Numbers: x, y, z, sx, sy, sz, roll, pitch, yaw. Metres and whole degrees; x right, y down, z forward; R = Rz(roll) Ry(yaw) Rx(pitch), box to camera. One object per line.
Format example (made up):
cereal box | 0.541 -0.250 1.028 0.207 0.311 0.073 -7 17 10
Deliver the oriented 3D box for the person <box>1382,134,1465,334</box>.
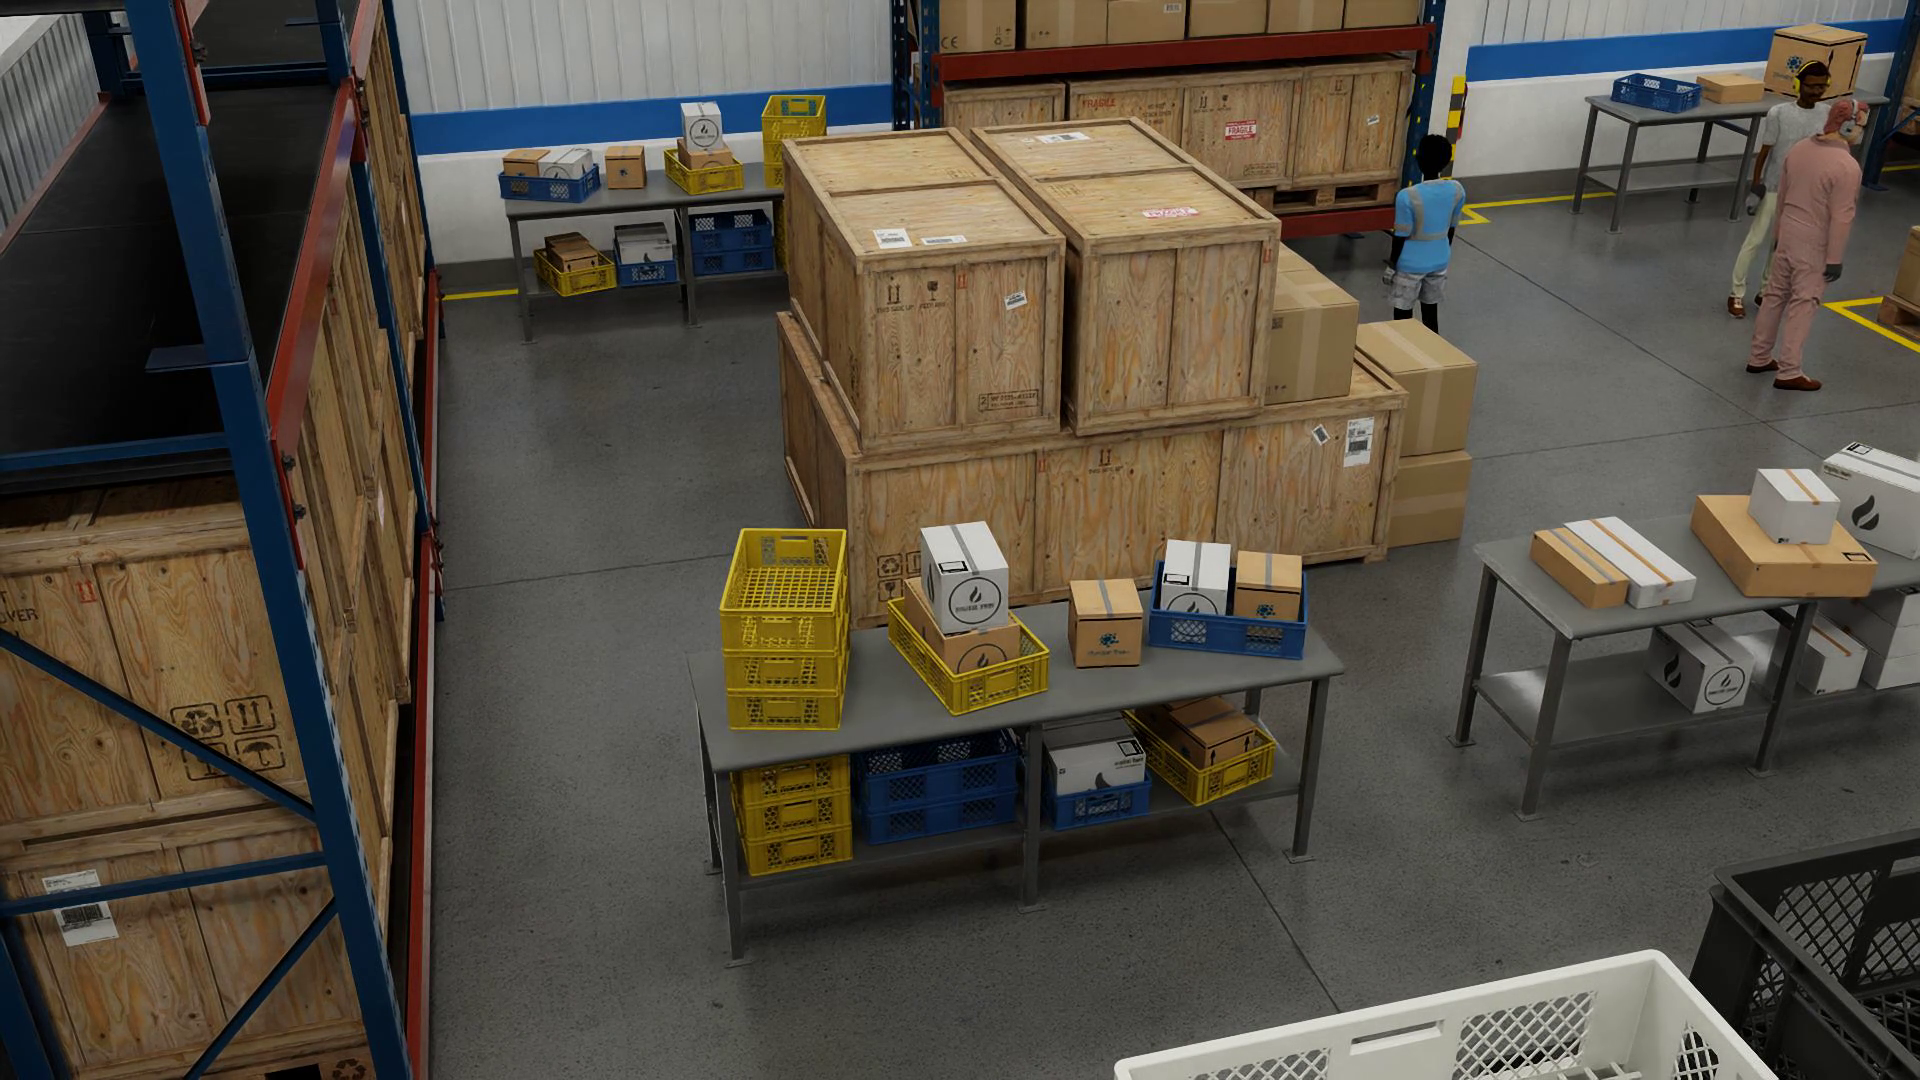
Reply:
person | 3.011 -1.813 10.911 0.535 1.697 0.318 -14 32 -24

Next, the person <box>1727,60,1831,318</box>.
person | 5.965 -2.524 12.024 0.518 1.870 0.323 -2 29 -3

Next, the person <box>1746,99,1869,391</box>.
person | 5.602 -1.938 10.933 0.402 1.901 0.639 -5 29 -9
